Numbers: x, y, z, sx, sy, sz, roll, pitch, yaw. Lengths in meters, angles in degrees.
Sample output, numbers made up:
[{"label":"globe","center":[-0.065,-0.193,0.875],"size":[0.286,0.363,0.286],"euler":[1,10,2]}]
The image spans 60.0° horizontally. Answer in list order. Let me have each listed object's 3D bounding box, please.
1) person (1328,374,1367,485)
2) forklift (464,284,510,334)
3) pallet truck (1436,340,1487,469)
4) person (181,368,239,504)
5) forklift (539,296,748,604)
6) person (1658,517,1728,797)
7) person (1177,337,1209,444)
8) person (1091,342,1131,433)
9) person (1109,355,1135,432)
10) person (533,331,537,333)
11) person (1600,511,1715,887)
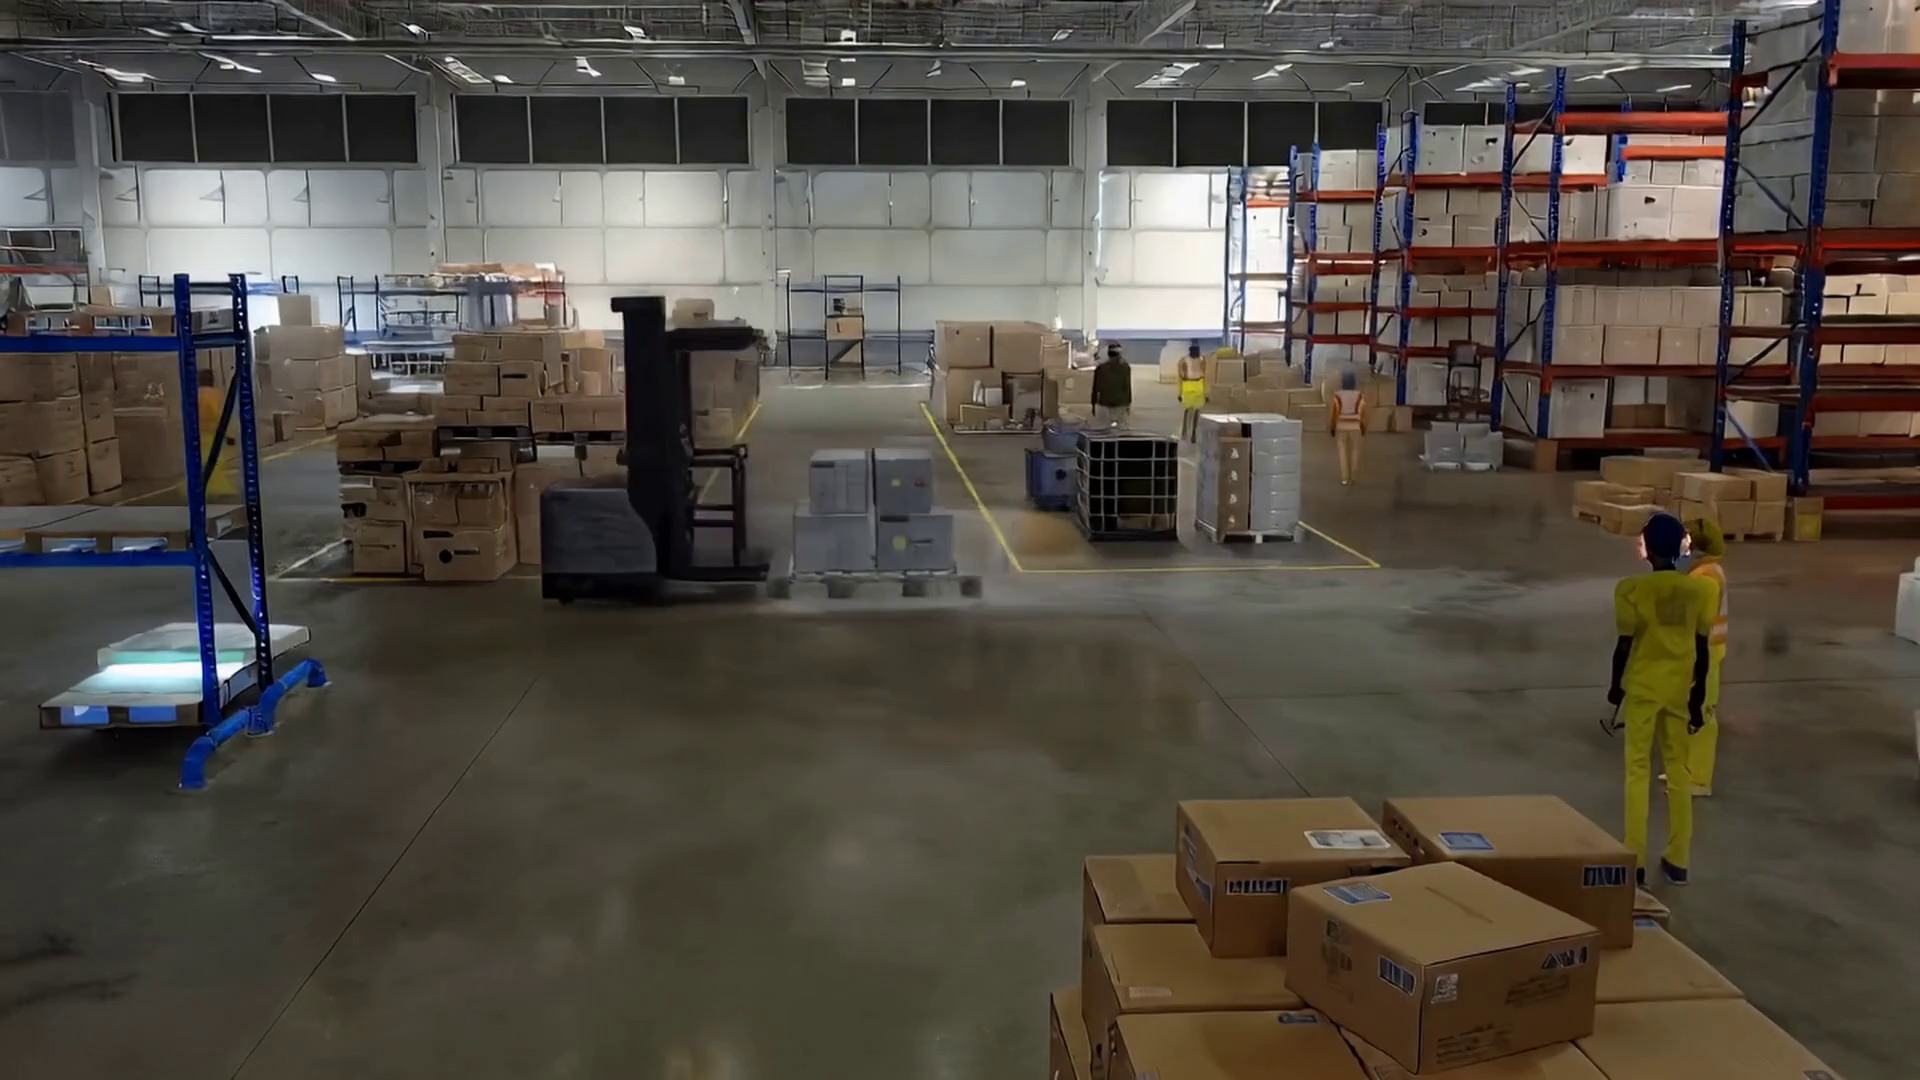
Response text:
[{"label":"person","center":[5.629,-1.616,24.182],"size":[0.546,1.586,0.863],"euler":[2,9,11]},{"label":"forklift","center":[-10.261,-4.176,36.254],"size":[1.129,2.768,1.873],"euler":[2,9,11]},{"label":"pallet truck","center":[8.004,-2.170,26.422],"size":[0.823,1.965,1.885],"euler":[2,9,14]},{"label":"person","center":[-9.996,-1.366,21.999],"size":[0.617,1.809,0.942],"euler":[5,10,29]},{"label":"forklift","center":[-2.930,-0.876,15.528],"size":[1.873,2.768,1.129],"euler":[-1,9,-4]},{"label":"person","center":[4.290,0.676,9.676],"size":[0.308,1.639,0.511],"euler":[3,10,18]},{"label":"person","center":[4.194,-2.681,29.863],"size":[0.549,1.922,0.400],"euler":[-2,9,-15]},{"label":"person","center":[2.383,-2.146,26.332],"size":[0.637,1.964,0.505],"euler":[0,9,2]},{"label":"person","center":[2.670,-2.237,27.776],"size":[0.541,1.696,0.315],"euler":[-6,11,-31]},{"label":"person","center":[-8.259,-3.114,32.530],"size":[0.373,1.940,0.628],"euler":[0,9,2]},{"label":"person","center":[3.450,0.790,8.254],"size":[0.523,1.863,0.317],"euler":[0,9,-2]}]
